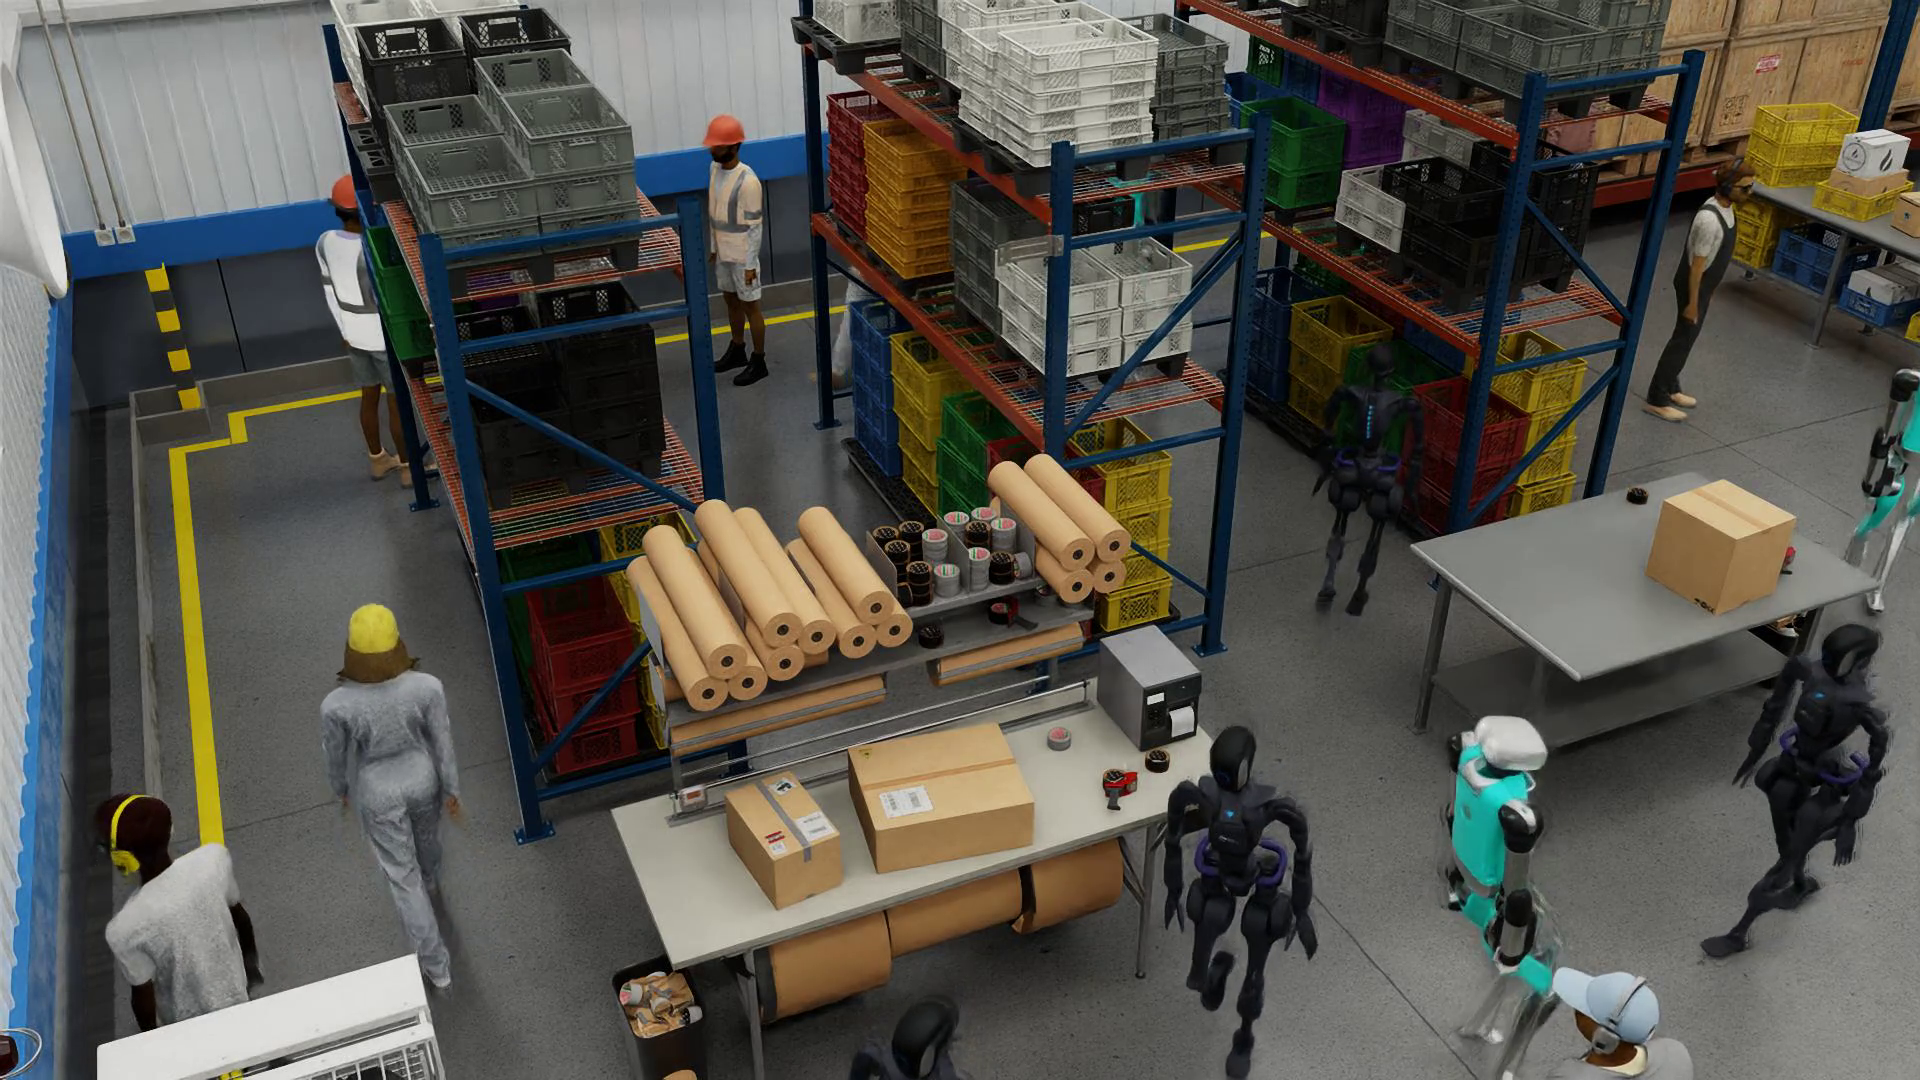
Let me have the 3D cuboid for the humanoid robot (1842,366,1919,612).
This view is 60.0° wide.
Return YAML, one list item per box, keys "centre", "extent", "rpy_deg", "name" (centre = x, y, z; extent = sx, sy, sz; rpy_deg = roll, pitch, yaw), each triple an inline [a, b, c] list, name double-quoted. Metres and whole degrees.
- centre: [5.222, -0.323, 9.193]
  extent: [0.539, 1.901, 0.714]
  rpy_deg: [10, 33, 15]
  name: "humanoid robot"

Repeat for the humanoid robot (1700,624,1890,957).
- centre: [3.563, 1.025, 7.007]
  extent: [0.799, 1.624, 0.616]
  rpy_deg: [-14, 34, -21]
  name: "humanoid robot"

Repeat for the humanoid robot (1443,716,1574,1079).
- centre: [2.150, 1.388, 6.317]
  extent: [0.758, 1.788, 0.531]
  rpy_deg: [-7, 32, -11]
  name: "humanoid robot"

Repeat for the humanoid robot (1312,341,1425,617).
- centre: [2.244, -0.323, 9.148]
  extent: [0.608, 1.644, 0.370]
  rpy_deg: [13, 34, 20]
  name: "humanoid robot"

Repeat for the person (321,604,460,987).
- centre: [-2.355, 1.012, 6.959]
  extent: [0.503, 1.686, 0.907]
  rpy_deg: [-16, 35, -24]
  name: "person"

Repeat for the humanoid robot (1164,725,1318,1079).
- centre: [1.108, 1.347, 6.448]
  extent: [0.624, 1.640, 0.454]
  rpy_deg: [13, 34, 20]
  name: "humanoid robot"

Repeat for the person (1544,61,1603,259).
- centre: [4.988, -3.128, 13.632]
  extent: [0.524, 1.761, 0.335]
  rpy_deg: [-16, 35, -24]
  name: "person"

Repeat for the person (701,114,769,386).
- centre: [-1.591, -2.032, 11.675]
  extent: [0.348, 1.942, 0.543]
  rpy_deg: [-24, 39, -34]
  name: "person"

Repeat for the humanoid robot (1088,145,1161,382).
- centre: [1.187, -1.857, 11.598]
  extent: [0.537, 1.738, 1.011]
  rpy_deg: [-8, 32, -12]
  name: "humanoid robot"

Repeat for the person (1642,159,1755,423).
- centre: [4.982, -1.679, 11.208]
  extent: [0.336, 1.838, 0.505]
  rpy_deg: [19, 36, 27]
  name: "person"

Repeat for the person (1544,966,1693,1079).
- centre: [1.889, 2.019, 5.181]
  extent: [0.596, 1.852, 0.372]
  rpy_deg: [-14, 34, -21]
  name: "person"

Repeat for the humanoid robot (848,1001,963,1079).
- centre: [-0.156, 2.075, 5.294]
  extent: [0.585, 1.623, 0.777]
  rpy_deg: [17, 35, 25]
  name: "humanoid robot"

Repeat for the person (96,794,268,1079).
- centre: [-2.663, 1.620, 5.831]
  extent: [0.362, 1.863, 0.523]
  rpy_deg: [14, 34, 22]
  name: "person"

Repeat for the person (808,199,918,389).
- centre: [-0.630, -1.870, 11.551]
  extent: [0.941, 1.800, 0.641]
  rpy_deg: [-27, 41, -37]
  name: "person"

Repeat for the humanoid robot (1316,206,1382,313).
- centre: [2.985, -2.350, 12.391]
  extent: [0.863, 1.774, 0.530]
  rpy_deg: [24, 39, 33]
  name: "humanoid robot"

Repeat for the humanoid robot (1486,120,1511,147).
- centre: [3.678, -2.302, 12.383]
  extent: [0.546, 1.815, 0.863]
  rpy_deg: [-15, 35, -23]
  name: "humanoid robot"

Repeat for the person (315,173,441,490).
- centre: [-3.630, -1.287, 10.374]
  extent: [0.609, 2.040, 0.390]
  rpy_deg: [17, 36, 26]
  name: "person"
